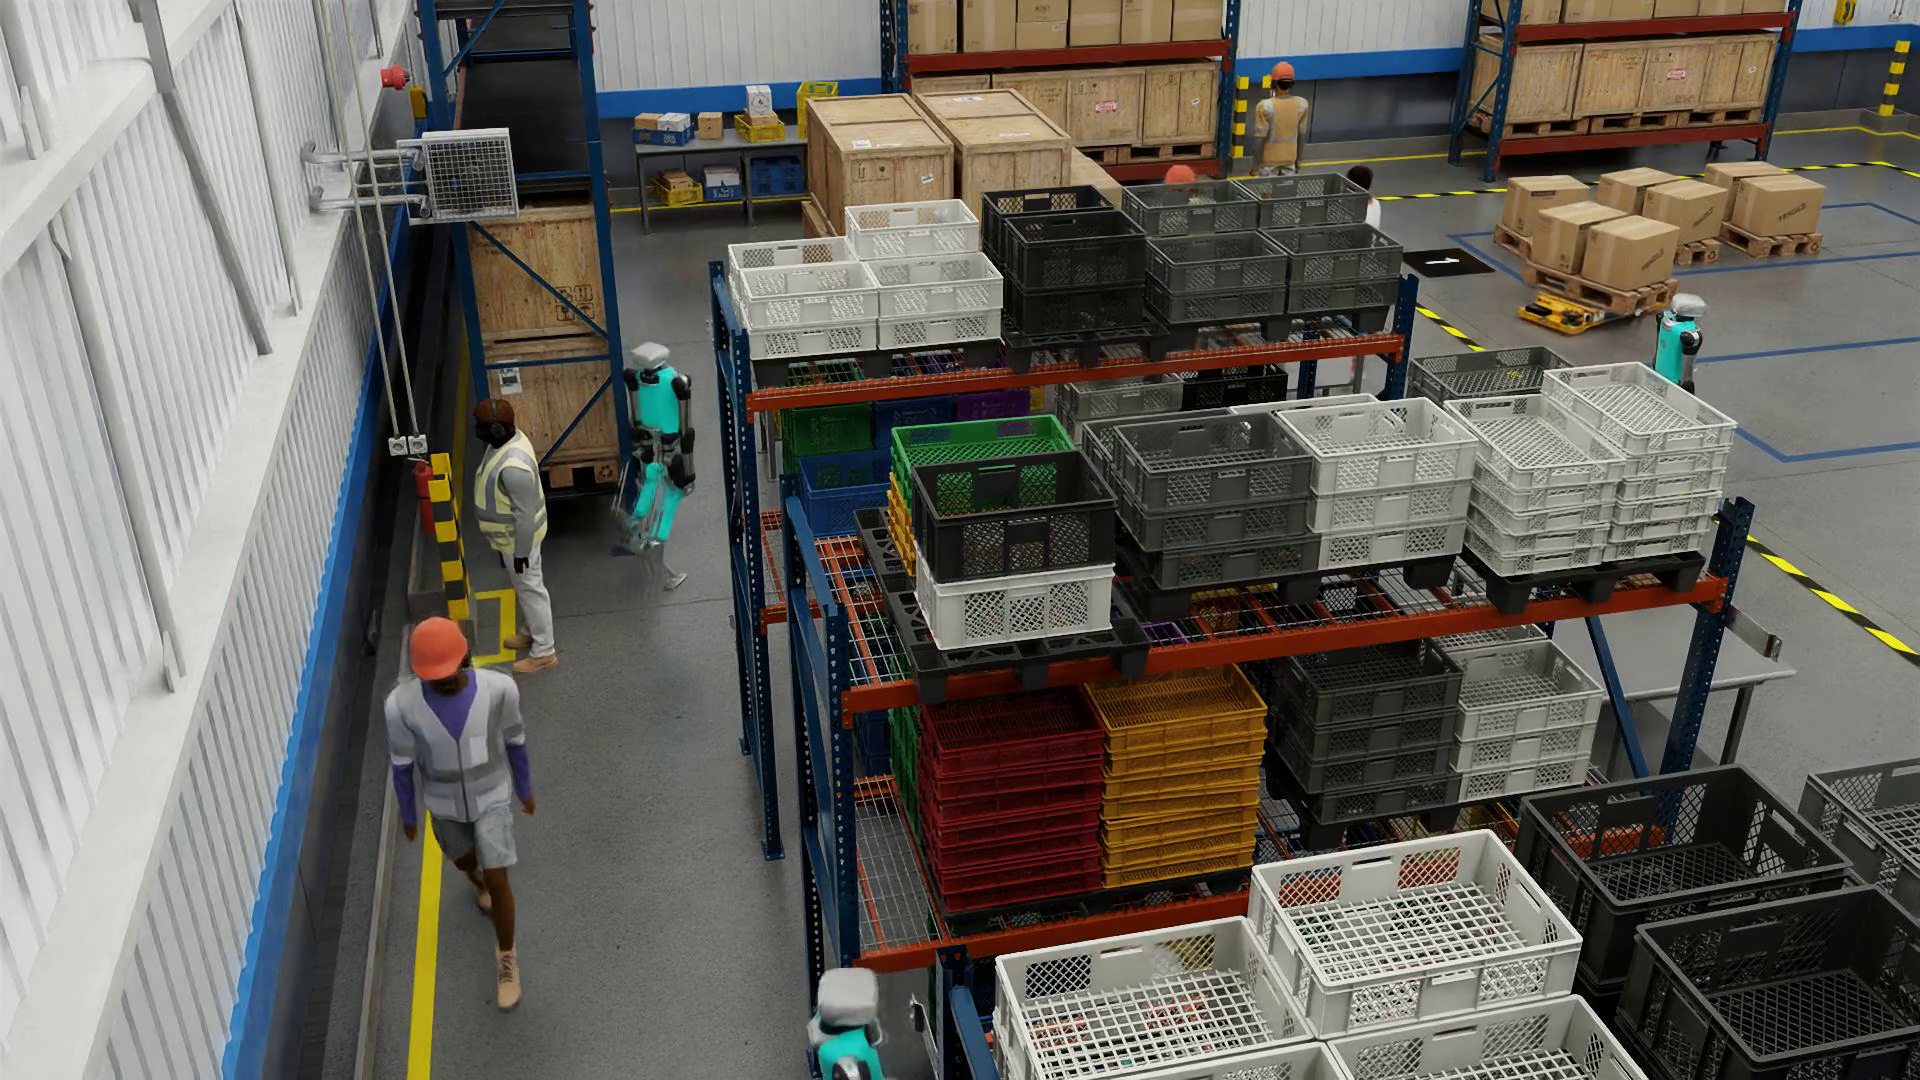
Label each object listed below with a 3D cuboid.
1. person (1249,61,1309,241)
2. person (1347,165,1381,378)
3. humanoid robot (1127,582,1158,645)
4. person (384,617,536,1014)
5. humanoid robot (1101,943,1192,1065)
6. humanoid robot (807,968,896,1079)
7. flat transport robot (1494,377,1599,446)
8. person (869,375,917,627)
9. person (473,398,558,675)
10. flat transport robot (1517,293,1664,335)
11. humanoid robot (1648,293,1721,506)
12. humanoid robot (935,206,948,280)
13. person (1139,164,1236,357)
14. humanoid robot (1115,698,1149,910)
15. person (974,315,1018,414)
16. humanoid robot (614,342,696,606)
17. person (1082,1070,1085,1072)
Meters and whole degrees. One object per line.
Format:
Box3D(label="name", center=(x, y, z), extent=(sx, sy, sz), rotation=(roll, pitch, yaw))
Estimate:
Box3D(label="person", center=(3.415, -4.121, 17.963), extent=(0.606, 2.044, 0.389), rotation=(-7, 29, -13))
Box3D(label="person", center=(3.534, -2.382, 14.804), extent=(0.394, 1.920, 0.605), rotation=(15, 31, 26))
Box3D(label="humanoid robot", center=(0.977, 0.951, 8.716), extent=(0.354, 1.654, 0.589), rotation=(4, 28, 8))
Box3D(label="person", center=(-2.363, 1.181, 7.957), extent=(0.620, 2.005, 0.969), rotation=(-7, 29, -12))
Box3D(label="humanoid robot", center=(0.884, 2.197, 6.302), extent=(0.781, 1.768, 0.549), rotation=(-12, 30, -22))
Box3D(label="humanoid robot", center=(-0.144, 2.316, 6.149), extent=(0.776, 1.837, 0.553), rotation=(-6, 28, -11))
Box3D(label="flat transport robot", center=(4.780, -1.036, 14.013), extent=(0.659, 0.231, 1.431), rotation=(-6, 28, -12))
Box3D(label="person", center=(-0.430, -0.240, 10.894), extent=(0.532, 1.766, 0.326), rotation=(5, 28, 9))
Box3D(label="person", center=(-2.795, -0.033, 10.421), extent=(0.430, 1.842, 0.626), rotation=(-9, 29, -17))
Box3D(label="flat transport robot", center=(6.270, -2.357, 16.489), extent=(1.431, 0.197, 0.652), rotation=(-18, 33, -30))
Box3D(label="humanoid robot", center=(5.404, -1.000, 12.227), extent=(0.735, 1.675, 0.533), rotation=(-2, 28, -3))
Box3D(label="humanoid robot", center=(-0.323, -2.021, 14.356), extent=(1.036, 1.771, 0.545), rotation=(6, 28, 12))
Box3D(label="person", center=(2.137, -2.476, 15.017), extent=(0.872, 1.887, 0.583), rotation=(2, 28, 4))
Box3D(label="humanoid robot", center=(0.793, 1.226, 8.204), extent=(0.308, 1.652, 0.611), rotation=(5, 28, 9))
Box3D(label="person", center=(0.285, -1.192, 12.612), extent=(0.389, 1.849, 0.564), rotation=(-16, 32, -28))
Box3D(label="humanoid robot", center=(-2.137, -0.360, 11.273), extent=(0.558, 1.876, 0.751), rotation=(15, 31, 26))
Box3D(label="person", center=(0.377, 2.492, 5.602), extent=(0.524, 1.869, 0.312), rotation=(-8, 29, -14))
